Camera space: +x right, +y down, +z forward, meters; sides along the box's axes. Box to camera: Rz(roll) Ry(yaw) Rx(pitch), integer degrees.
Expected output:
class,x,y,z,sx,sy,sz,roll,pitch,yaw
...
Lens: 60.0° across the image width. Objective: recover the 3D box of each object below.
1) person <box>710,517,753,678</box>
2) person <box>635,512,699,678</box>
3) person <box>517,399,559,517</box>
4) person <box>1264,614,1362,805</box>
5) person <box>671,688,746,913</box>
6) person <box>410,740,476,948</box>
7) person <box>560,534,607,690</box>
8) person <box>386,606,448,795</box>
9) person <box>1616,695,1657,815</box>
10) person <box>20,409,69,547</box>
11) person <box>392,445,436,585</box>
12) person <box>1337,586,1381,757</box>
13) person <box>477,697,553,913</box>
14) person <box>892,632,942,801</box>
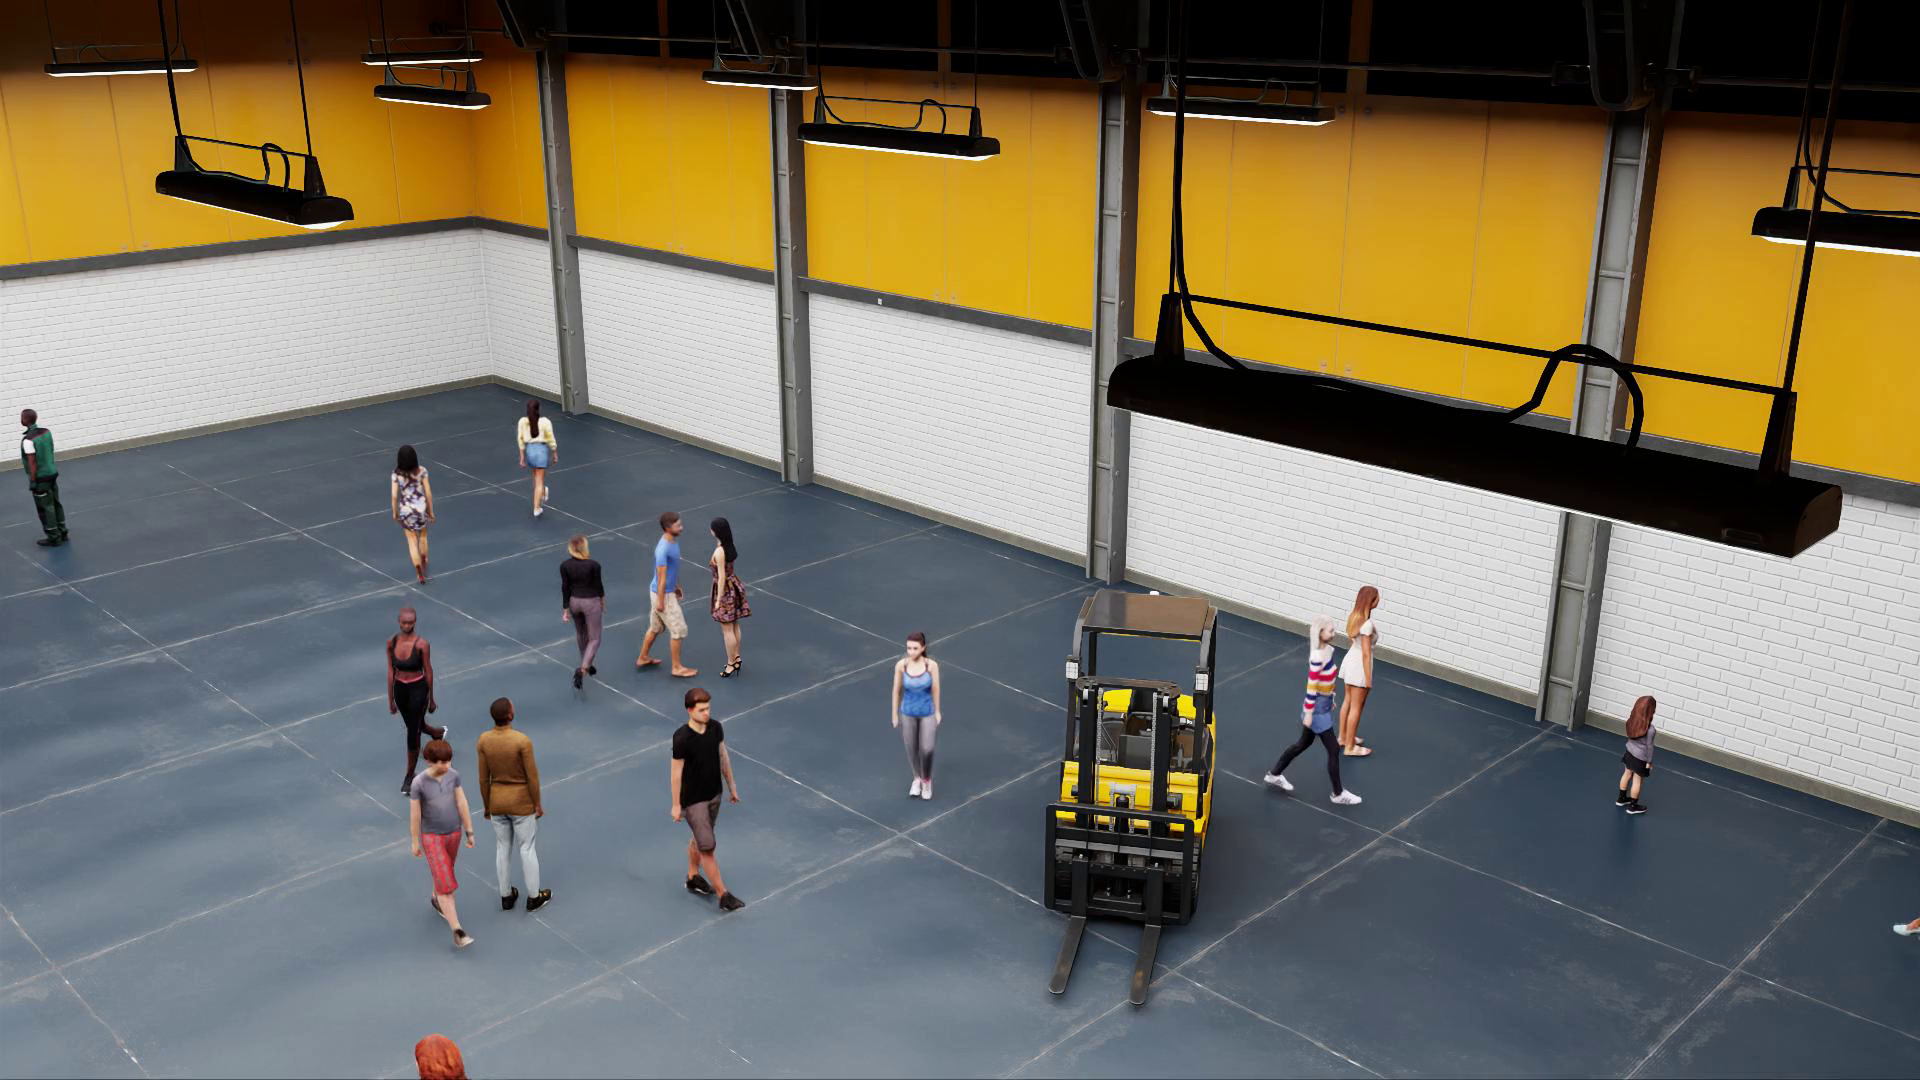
class,x,y,z,sx,sy,sz,roll,pitch,yaw
person,-2.482,0.600,17.663,0.841,1.775,0.799,4,19,11
person,-3.189,0.571,17.669,1.066,1.825,1.015,-2,19,-5
person,-5.873,-1.110,23.056,1.126,1.574,1.185,0,19,0
person,3.129,1.516,14.951,1.217,1.770,0.960,7,20,21
person,-2.139,2.021,13.337,1.044,1.841,0.801,13,22,33
person,-4.058,2.287,12.922,0.649,1.603,1.145,-15,24,-38
person,-3.921,0.785,17.322,0.997,1.641,0.981,3,19,9
person,-4.995,1.406,15.340,1.107,1.729,1.053,4,19,13
person,6.060,1.895,14.865,0.591,1.105,0.497,-5,19,-15
person,-12.031,-0.830,21.810,0.826,1.838,0.772,0,19,1
person,-6.697,-0.291,20.407,0.838,1.711,1.032,-8,20,-22
person,3.803,1.233,15.911,0.728,1.693,0.657,-1,19,-4
person,-3.554,2.091,13.171,0.690,1.816,0.783,3,19,8
person,-0.365,1.561,15.086,0.700,1.597,0.772,3,19,8
